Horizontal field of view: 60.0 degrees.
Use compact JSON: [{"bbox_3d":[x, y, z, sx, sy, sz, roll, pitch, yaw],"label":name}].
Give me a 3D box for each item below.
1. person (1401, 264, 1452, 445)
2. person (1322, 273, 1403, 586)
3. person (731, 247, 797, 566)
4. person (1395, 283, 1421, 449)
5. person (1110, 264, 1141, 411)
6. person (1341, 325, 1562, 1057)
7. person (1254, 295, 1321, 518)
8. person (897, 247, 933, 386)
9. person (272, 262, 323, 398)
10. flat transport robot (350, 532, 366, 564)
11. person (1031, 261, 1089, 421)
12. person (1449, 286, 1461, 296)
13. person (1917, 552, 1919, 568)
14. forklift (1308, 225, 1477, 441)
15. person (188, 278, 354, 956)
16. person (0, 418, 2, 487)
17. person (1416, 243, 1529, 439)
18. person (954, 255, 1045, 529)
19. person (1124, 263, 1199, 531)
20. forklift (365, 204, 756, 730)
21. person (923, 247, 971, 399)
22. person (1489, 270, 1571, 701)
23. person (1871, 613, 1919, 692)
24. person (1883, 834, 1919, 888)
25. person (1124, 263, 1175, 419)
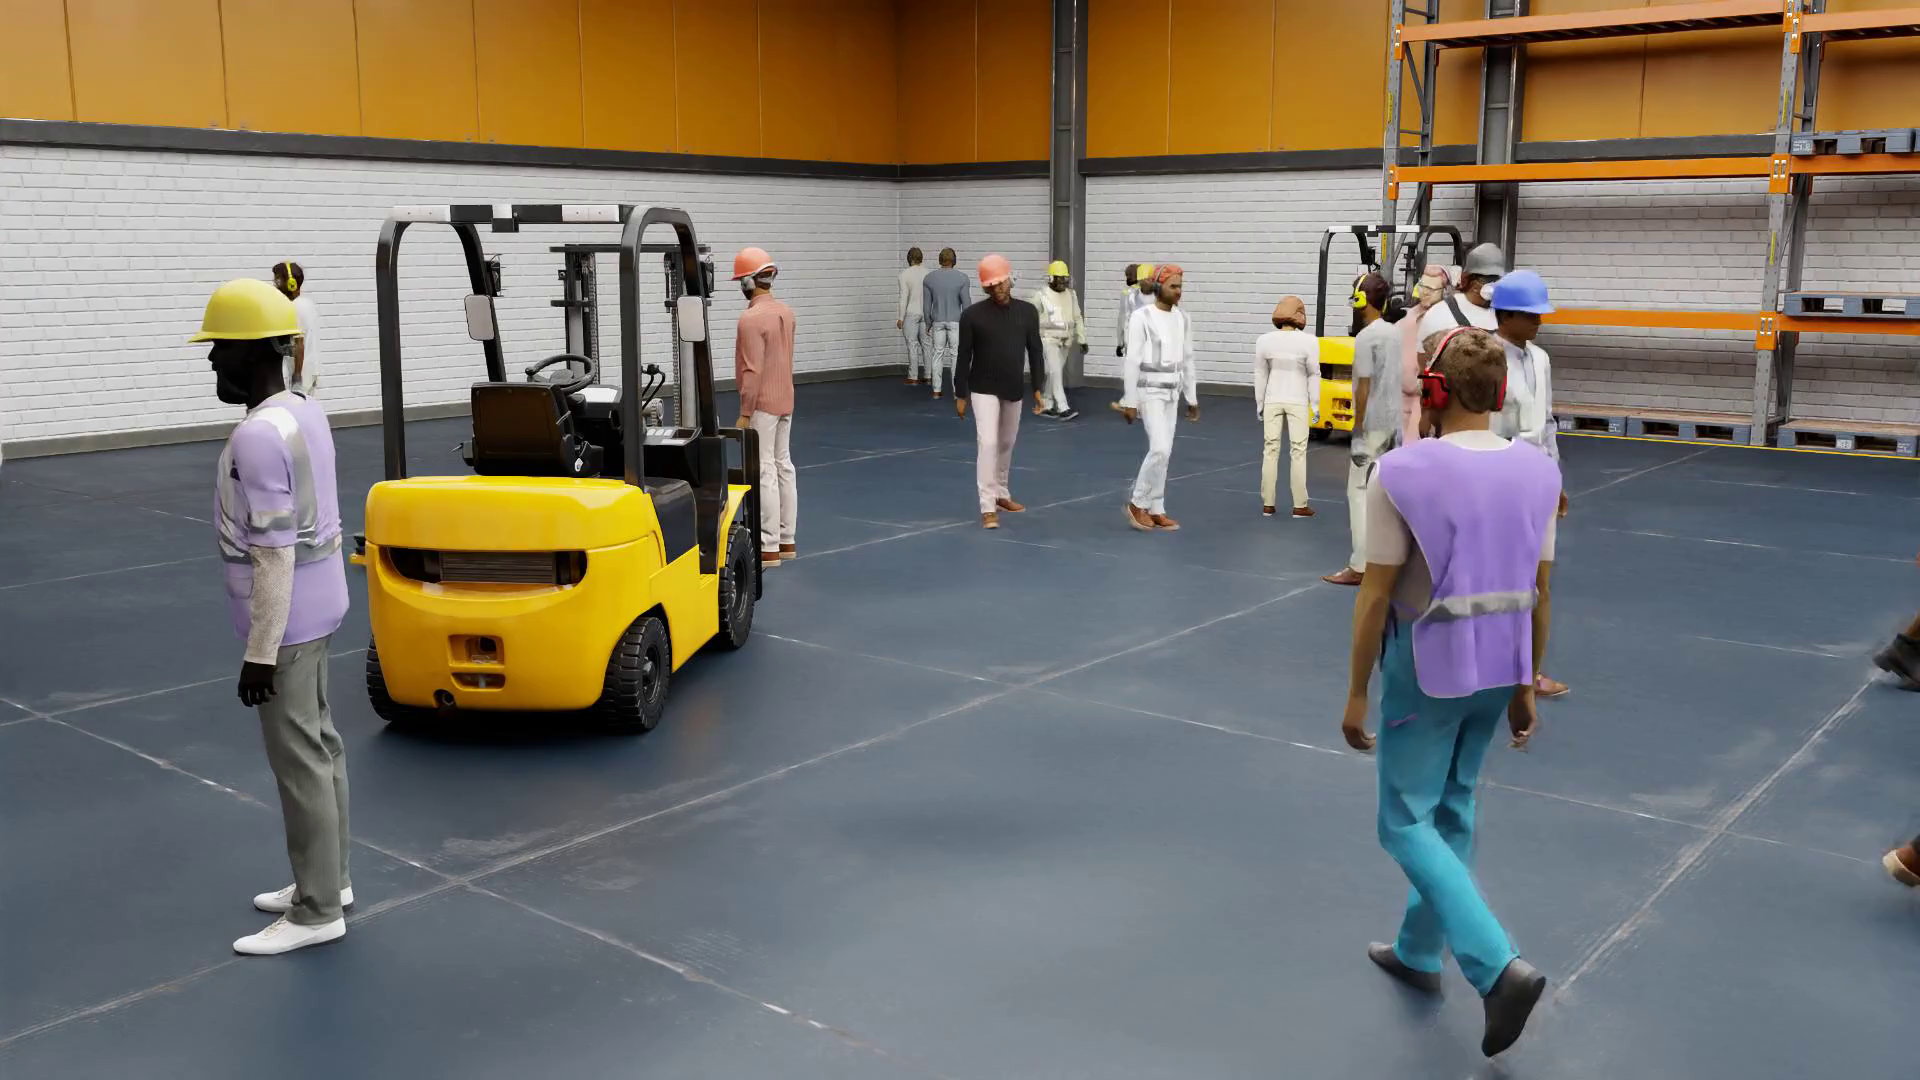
[{"bbox_3d":[3.316,-0.984,11.611,0.801,1.874,0.658,-2,10,-13],"label":"person"},{"bbox_3d":[2.474,-0.632,9.742,0.517,1.848,0.607,8,13,37],"label":"person"},{"bbox_3d":[-1.240,-0.828,10.437,0.391,1.986,0.608,4,11,19],"label":"person"},{"bbox_3d":[3.627,-1.181,13.098,0.538,1.727,0.781,-8,13,-36],"label":"person"},{"bbox_3d":[2.166,-2.334,19.438,0.628,1.766,1.033,-9,13,-40],"label":"person"},{"bbox_3d":[1.290,0.374,4.239,0.572,1.828,0.742,-4,11,-23],"label":"person"},{"bbox_3d":[2.412,-0.979,12.251,0.499,1.633,0.279,6,12,28],"label":"person"},{"bbox_3d":[-0.611,-3.129,23.321,0.633,1.938,0.356,-8,13,-37],"label":"person"},{"bbox_3d":[-5.349,-1.325,13.572,0.476,1.856,0.641,-1,10,-5],"label":"person"},{"bbox_3d":[-3.050,0.006,10.569,1.431,0.197,0.652,0,10,1],"label":"flat transport robot"},{"bbox_3d":[1.153,-2.241,18.799,0.609,1.791,0.898,-7,13,-35],"label":"person"},{"bbox_3d":[4.450,-1.460,14.901,0.308,1.640,0.511,10,14,44],"label":"person"},{"bbox_3d":[3.925,0.027,6.423,0.643,1.720,0.516,-3,11,-16],"label":"person"},{"bbox_3d":[4.449,-2.115,16.993,1.214,2.155,2.313,8,13,38],"label":"forklift"},{"bbox_3d":[-1.959,0.223,4.781,0.370,1.927,0.588,-2,10,-11],"label":"person"},{"bbox_3d":[-4.956,-0.408,8.017,0.616,2.010,0.837,-6,12,-29],"label":"person"},{"bbox_3d":[3.214,-0.811,10.194,0.703,2.000,0.797,-3,11,-14],"label":"person"},{"bbox_3d":[0.263,-1.085,12.046,0.638,1.946,0.857,-4,11,-23],"label":"person"},{"bbox_3d":[1.402,-0.982,11.598,0.605,1.872,0.407,-10,14,-44],"label":"person"},{"bbox_3d":[-1.766,-0.406,7.525,1.214,2.155,2.313,1,10,7],"label":"forklift"},{"bbox_3d":[-0.159,-2.774,21.349,0.635,1.938,0.361,3,11,15],"label":"person"},{"bbox_3d":[2.416,-0.278,7.619,0.600,1.913,0.911,-10,14,-44],"label":"person"},{"bbox_3d":[4.520,-0.193,7.190,0.960,1.902,0.560,8,13,38],"label":"person"},{"bbox_3d":[3.297,0.218,4.812,0.983,1.942,0.677,5,12,27],"label":"person"},{"bbox_3d":[2.199,-2.303,19.172,0.611,1.794,0.811,2,10,12],"label":"person"}]
